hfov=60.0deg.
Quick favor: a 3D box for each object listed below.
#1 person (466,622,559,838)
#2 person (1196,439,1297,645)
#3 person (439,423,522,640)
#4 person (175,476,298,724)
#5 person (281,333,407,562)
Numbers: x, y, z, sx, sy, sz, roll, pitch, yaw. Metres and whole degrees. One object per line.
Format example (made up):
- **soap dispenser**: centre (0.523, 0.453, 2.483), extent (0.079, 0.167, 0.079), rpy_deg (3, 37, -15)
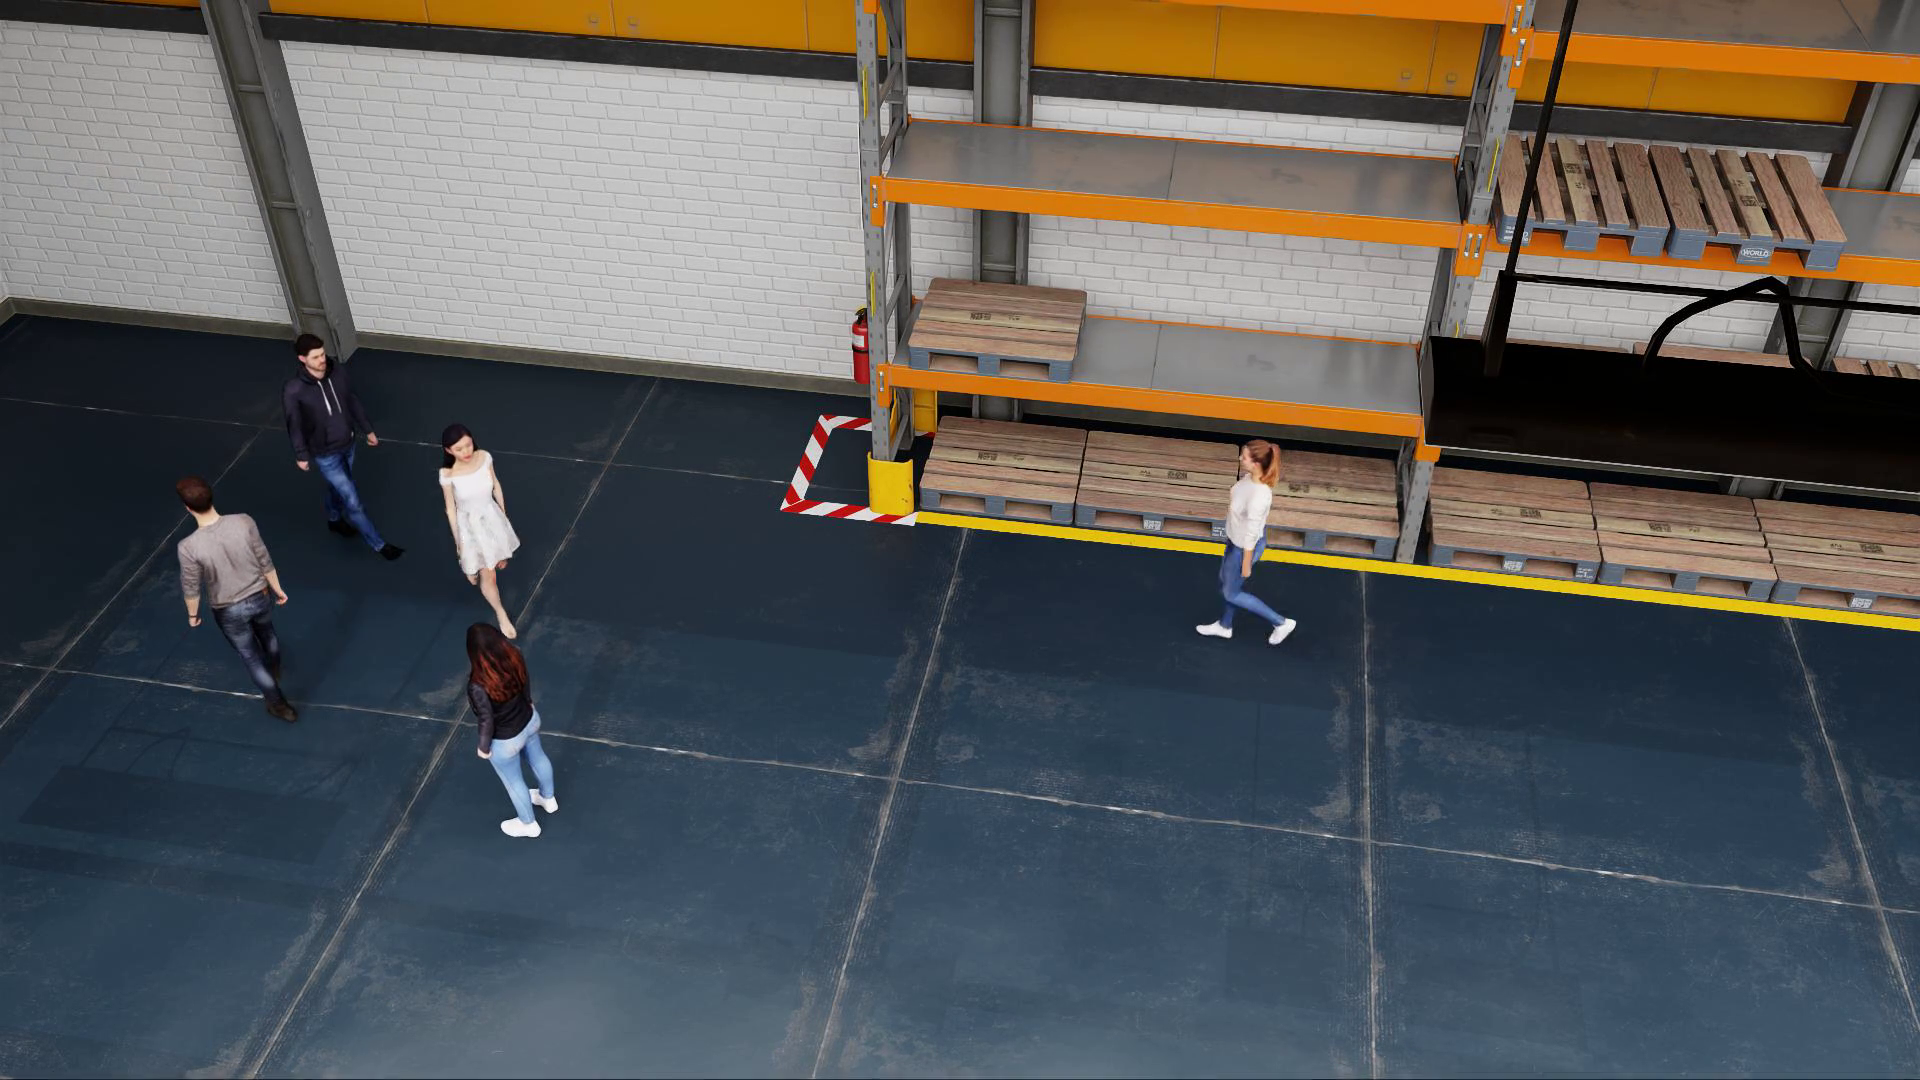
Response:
- **person**: centre (-2.694, 1.122, 9.965), extent (0.646, 1.634, 0.695), rpy_deg (16, 41, 20)
- **person**: centre (2.004, 0.053, 11.248), extent (0.890, 1.704, 0.618), rpy_deg (8, 39, 9)
- **person**: centre (-3.335, -0.088, 11.381), extent (0.933, 1.758, 1.040), rpy_deg (-29, 47, -31)
- **person**: centre (-4.555, 0.435, 10.621), extent (1.115, 1.888, 1.011), rpy_deg (31, 48, 33)
- **person**: centre (-4.622, -0.713, 12.095), extent (1.243, 1.842, 0.973), rpy_deg (21, 43, 24)
